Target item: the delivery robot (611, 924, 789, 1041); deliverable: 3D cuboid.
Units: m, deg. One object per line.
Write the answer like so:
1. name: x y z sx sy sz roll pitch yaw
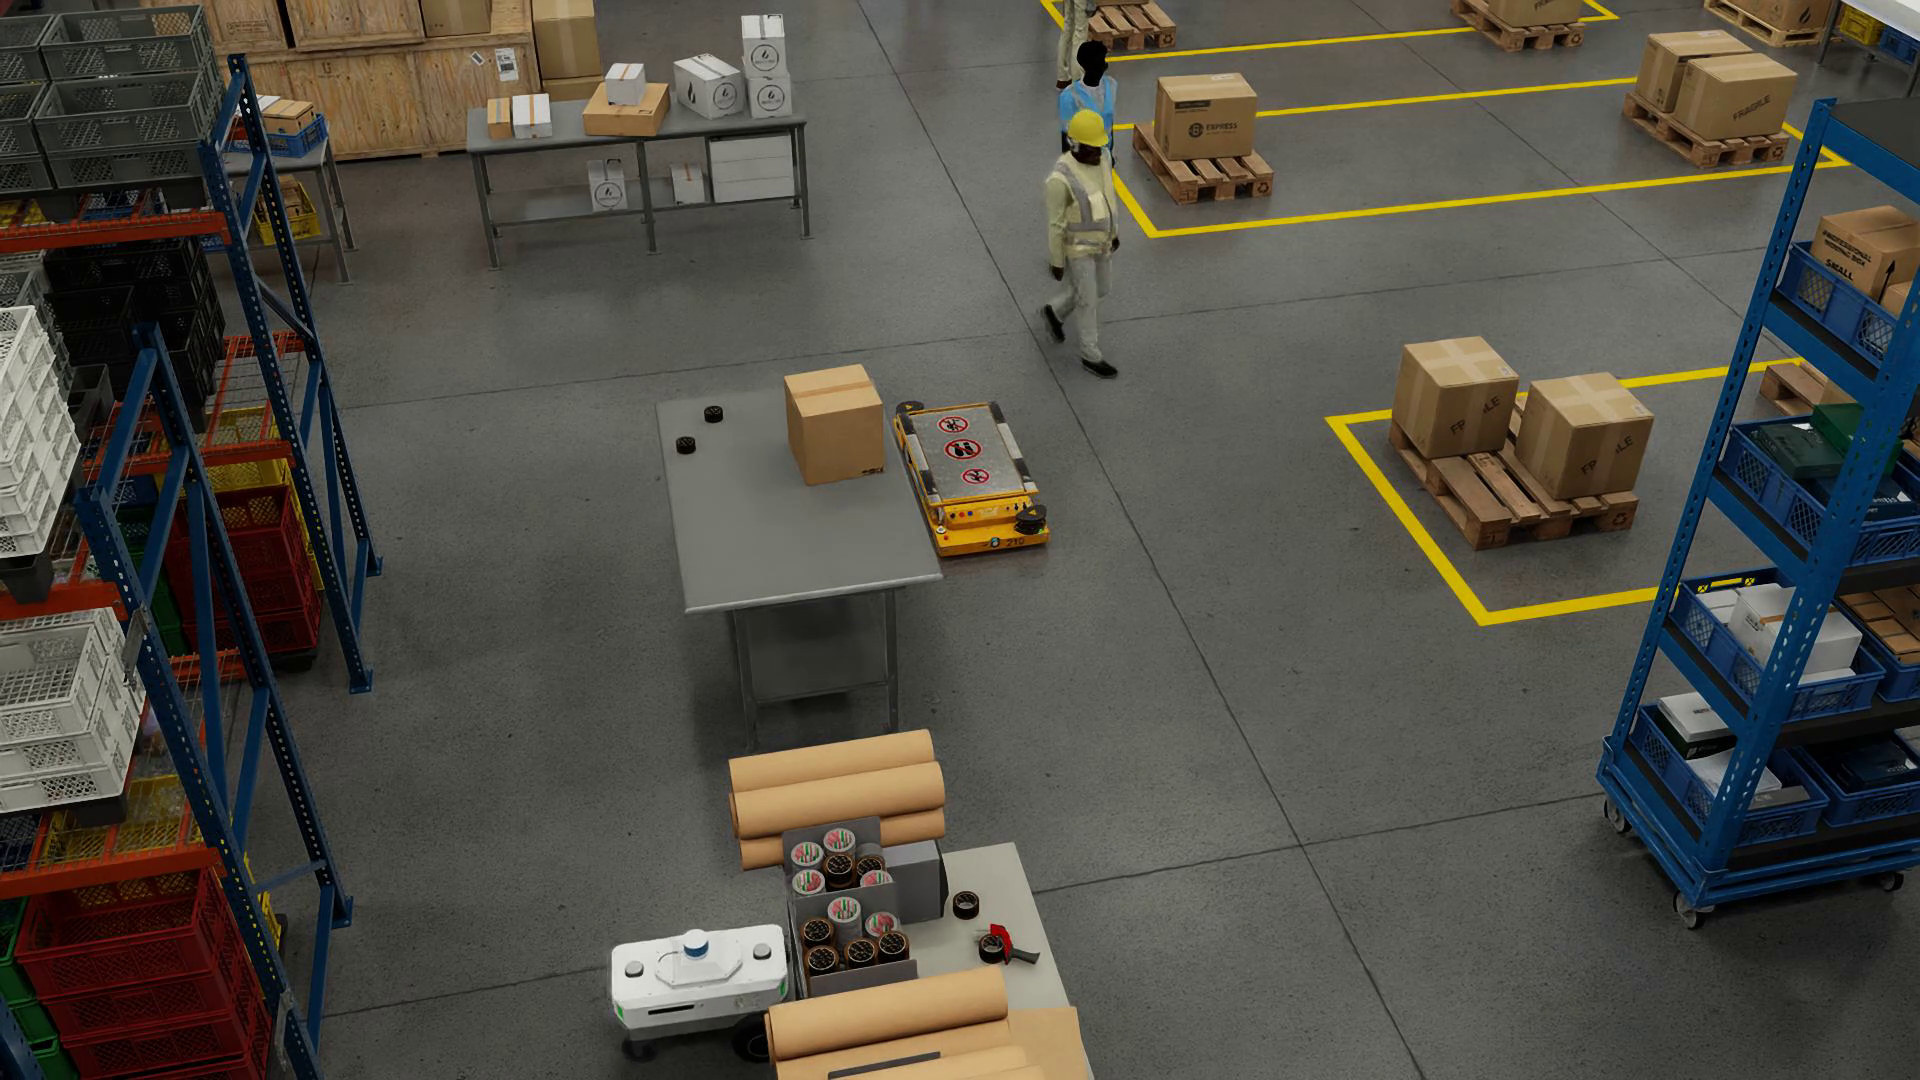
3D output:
1. delivery robot: -1.065 1.791 6.812 0.707 0.478 0.477 -6 37 -8

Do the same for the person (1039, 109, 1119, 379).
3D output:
1. person: 0.810 -1.970 10.894 0.639 1.818 0.620 25 43 29

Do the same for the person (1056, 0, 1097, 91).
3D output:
1. person: 1.064 -4.867 14.751 0.329 1.862 0.508 -17 40 -22

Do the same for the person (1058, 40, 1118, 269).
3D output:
1. person: 0.929 -2.807 12.116 0.535 1.697 0.318 -27 44 -31

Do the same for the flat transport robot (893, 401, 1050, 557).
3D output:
1. flat transport robot: 0.046 -0.430 10.108 0.652 0.197 1.431 -8 37 -10

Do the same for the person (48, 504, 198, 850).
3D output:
1. person: -3.661 0.679 7.253 0.417 1.911 0.719 -24 43 -28
